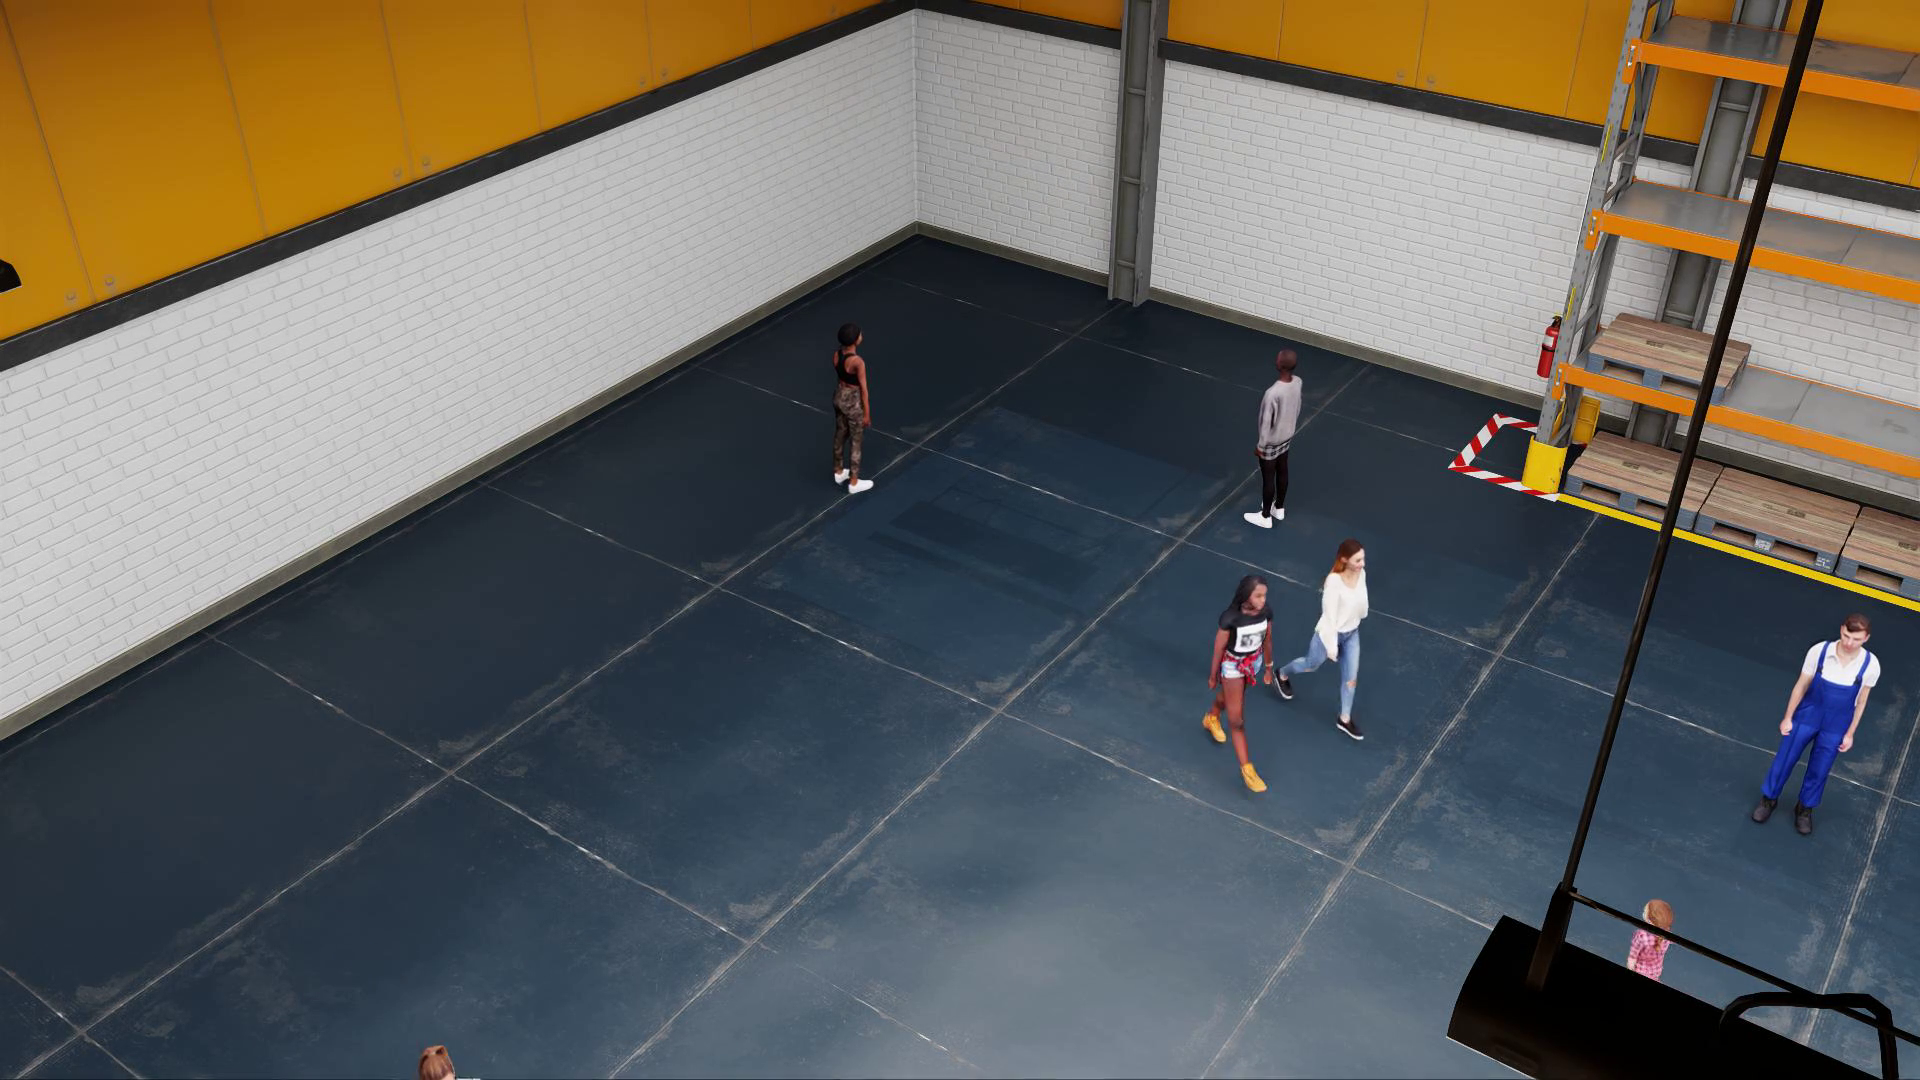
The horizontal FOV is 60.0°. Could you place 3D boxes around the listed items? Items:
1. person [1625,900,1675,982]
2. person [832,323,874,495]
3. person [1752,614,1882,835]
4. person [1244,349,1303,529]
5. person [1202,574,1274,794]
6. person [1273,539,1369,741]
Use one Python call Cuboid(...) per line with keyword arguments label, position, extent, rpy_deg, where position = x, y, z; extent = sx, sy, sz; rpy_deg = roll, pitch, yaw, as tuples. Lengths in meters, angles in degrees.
Cuboid(label="person", position=(4.282, 2.665, 10.353), extent=(0.604, 1.014, 0.701), rpy_deg=(-12, 35, -17))
Cuboid(label="person", position=(-1.036, -1.254, 15.634), extent=(0.674, 1.694, 0.541), rpy_deg=(-26, 41, -33))
Cuboid(label="person", position=(6.075, 1.262, 11.708), extent=(0.541, 1.849, 0.717), rpy_deg=(16, 37, 23))
Cuboid(label="person", position=(2.883, -0.928, 15.073), extent=(0.653, 1.772, 0.599), rpy_deg=(-28, 43, -35))
Cuboid(label="person", position=(2.022, 0.937, 12.361), extent=(0.982, 1.668, 1.273), rpy_deg=(-16, 37, -22))
Cuboid(label="person", position=(2.796, 0.703, 12.724), extent=(0.878, 1.656, 1.185), rpy_deg=(-20, 39, -27))
